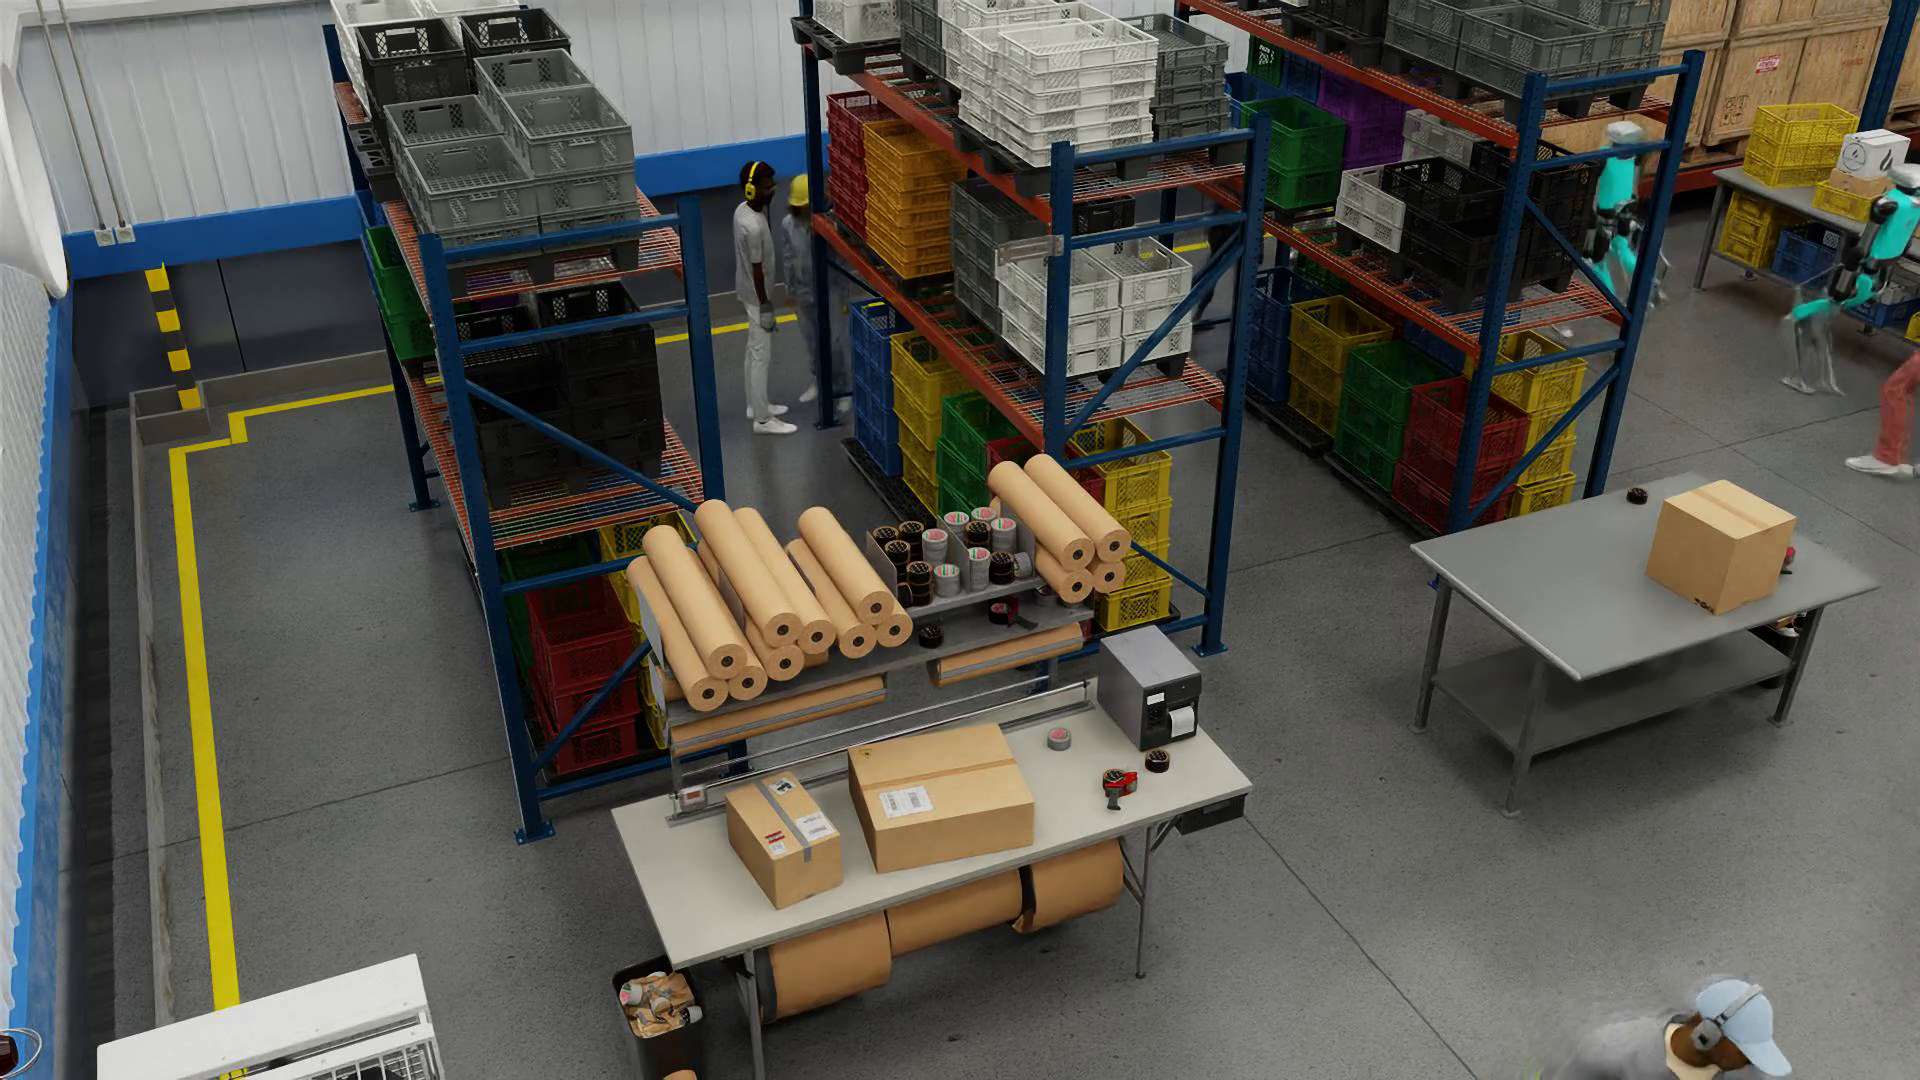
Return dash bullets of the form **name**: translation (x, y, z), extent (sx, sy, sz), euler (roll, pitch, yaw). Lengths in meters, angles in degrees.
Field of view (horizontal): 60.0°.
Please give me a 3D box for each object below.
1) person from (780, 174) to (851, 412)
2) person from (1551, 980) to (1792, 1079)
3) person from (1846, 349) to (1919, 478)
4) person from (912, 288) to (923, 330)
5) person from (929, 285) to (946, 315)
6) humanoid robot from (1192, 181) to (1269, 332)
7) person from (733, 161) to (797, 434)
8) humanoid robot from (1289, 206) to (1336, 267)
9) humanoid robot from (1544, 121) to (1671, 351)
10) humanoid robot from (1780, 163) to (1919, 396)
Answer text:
- **person**: translation (-0.974, -1.676, 11.308), extent (0.495, 1.717, 0.454), euler (12, 34, 19)
- **person**: translation (2.112, 2.027, 5.226), extent (0.655, 1.790, 0.907), euler (-5, 32, -8)
- **person**: translation (6.123, -1.249, 10.450), extent (0.587, 1.896, 0.709), euler (-28, 41, -37)
- **person**: translation (-0.321, -1.952, 11.629), extent (0.341, 1.859, 0.502), euler (4, 32, 6)
- **person**: translation (-0.035, -2.328, 12.249), extent (0.512, 1.842, 0.327), euler (-6, 32, -10)
- **humanoid robot**: translation (2.079, -2.357, 12.501), extent (0.787, 1.629, 0.589), euler (-19, 37, -28)
- **person**: translation (-1.320, -1.605, 11.061), extent (0.333, 1.861, 0.517), euler (-7, 32, -11)
- **humanoid robot**: translation (2.906, -3.064, 13.449), extent (0.745, 1.684, 0.532), euler (-25, 40, -35)
- **humanoid robot**: translation (4.779, -2.095, 11.969), extent (0.541, 1.733, 0.976), euler (-18, 36, -27)
- **humanoid robot**: translation (6.114, -1.821, 11.522), extent (0.531, 1.743, 0.779), euler (-15, 35, -23)
